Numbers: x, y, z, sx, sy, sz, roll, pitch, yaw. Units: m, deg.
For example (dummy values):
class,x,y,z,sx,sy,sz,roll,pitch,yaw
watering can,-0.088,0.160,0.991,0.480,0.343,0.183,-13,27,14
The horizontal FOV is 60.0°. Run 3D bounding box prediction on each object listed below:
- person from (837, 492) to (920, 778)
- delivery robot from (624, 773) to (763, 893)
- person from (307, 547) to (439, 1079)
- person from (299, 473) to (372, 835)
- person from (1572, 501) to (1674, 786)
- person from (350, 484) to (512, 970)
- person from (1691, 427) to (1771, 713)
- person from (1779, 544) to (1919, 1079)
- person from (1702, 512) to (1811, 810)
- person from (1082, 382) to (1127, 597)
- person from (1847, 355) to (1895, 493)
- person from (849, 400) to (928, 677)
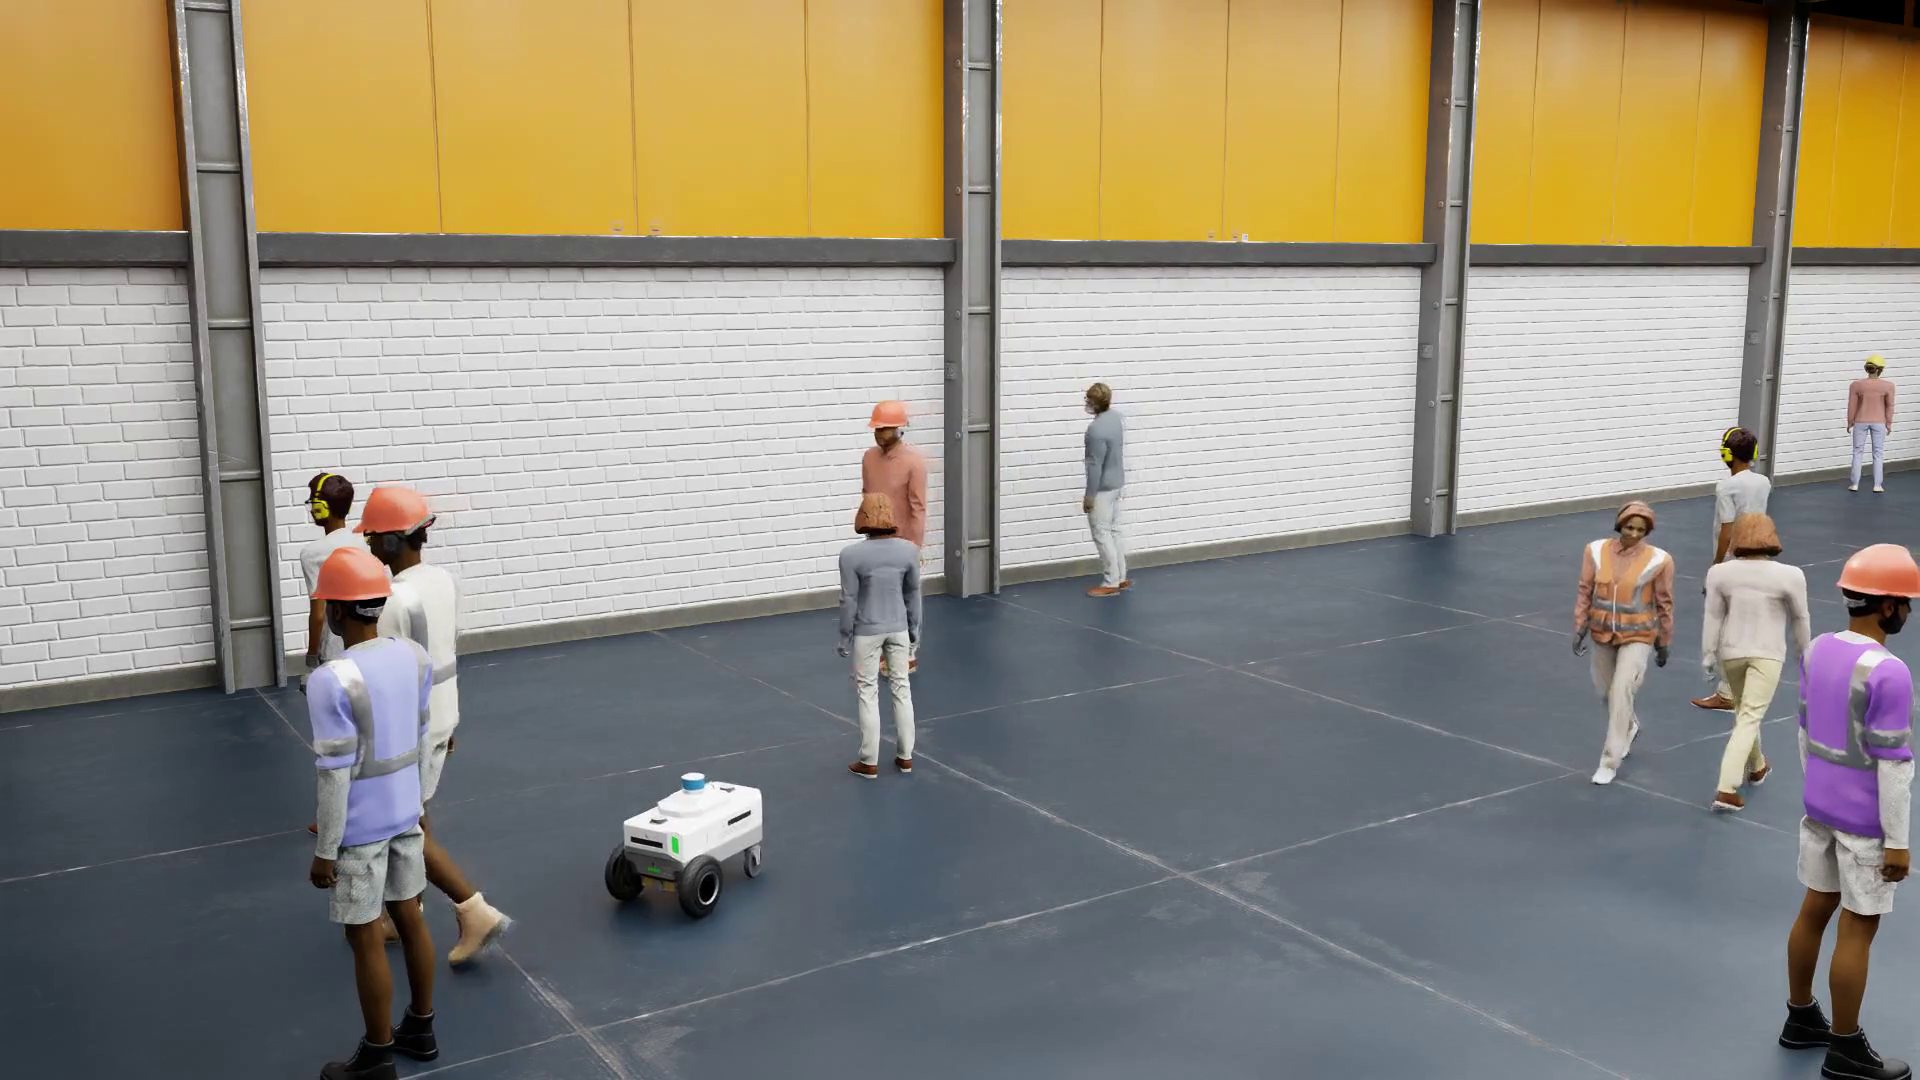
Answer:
class,x,y,z,sx,sy,sz,roll,pitch,yaw
person,-0.461,0.539,9.484,0.507,1.631,0.266,-5,11,-27
delivery robot,-1.228,1.325,7.709,0.477,0.478,0.707,5,11,28
person,-2.099,0.983,5.896,0.357,1.937,0.550,3,10,20
person,-3.163,0.585,8.507,0.325,1.868,0.524,4,10,23
person,3.813,0.549,9.499,0.510,1.603,0.740,9,13,43
person,-2.246,0.771,6.907,0.679,2.035,0.625,1,10,8
person,5.049,0.196,10.866,0.514,1.863,0.327,-6,11,-32
person,3.228,0.971,5.974,0.358,1.937,0.544,-1,9,-6
person,4.305,0.638,9.043,0.905,1.581,0.503,-9,13,-42
person,1.281,-0.440,14.614,0.346,1.909,0.749,4,10,22
person,11.644,-1.485,21.301,0.526,1.761,0.337,5,11,29
person,-0.530,0.013,11.613,0.655,1.973,0.644,8,12,40
